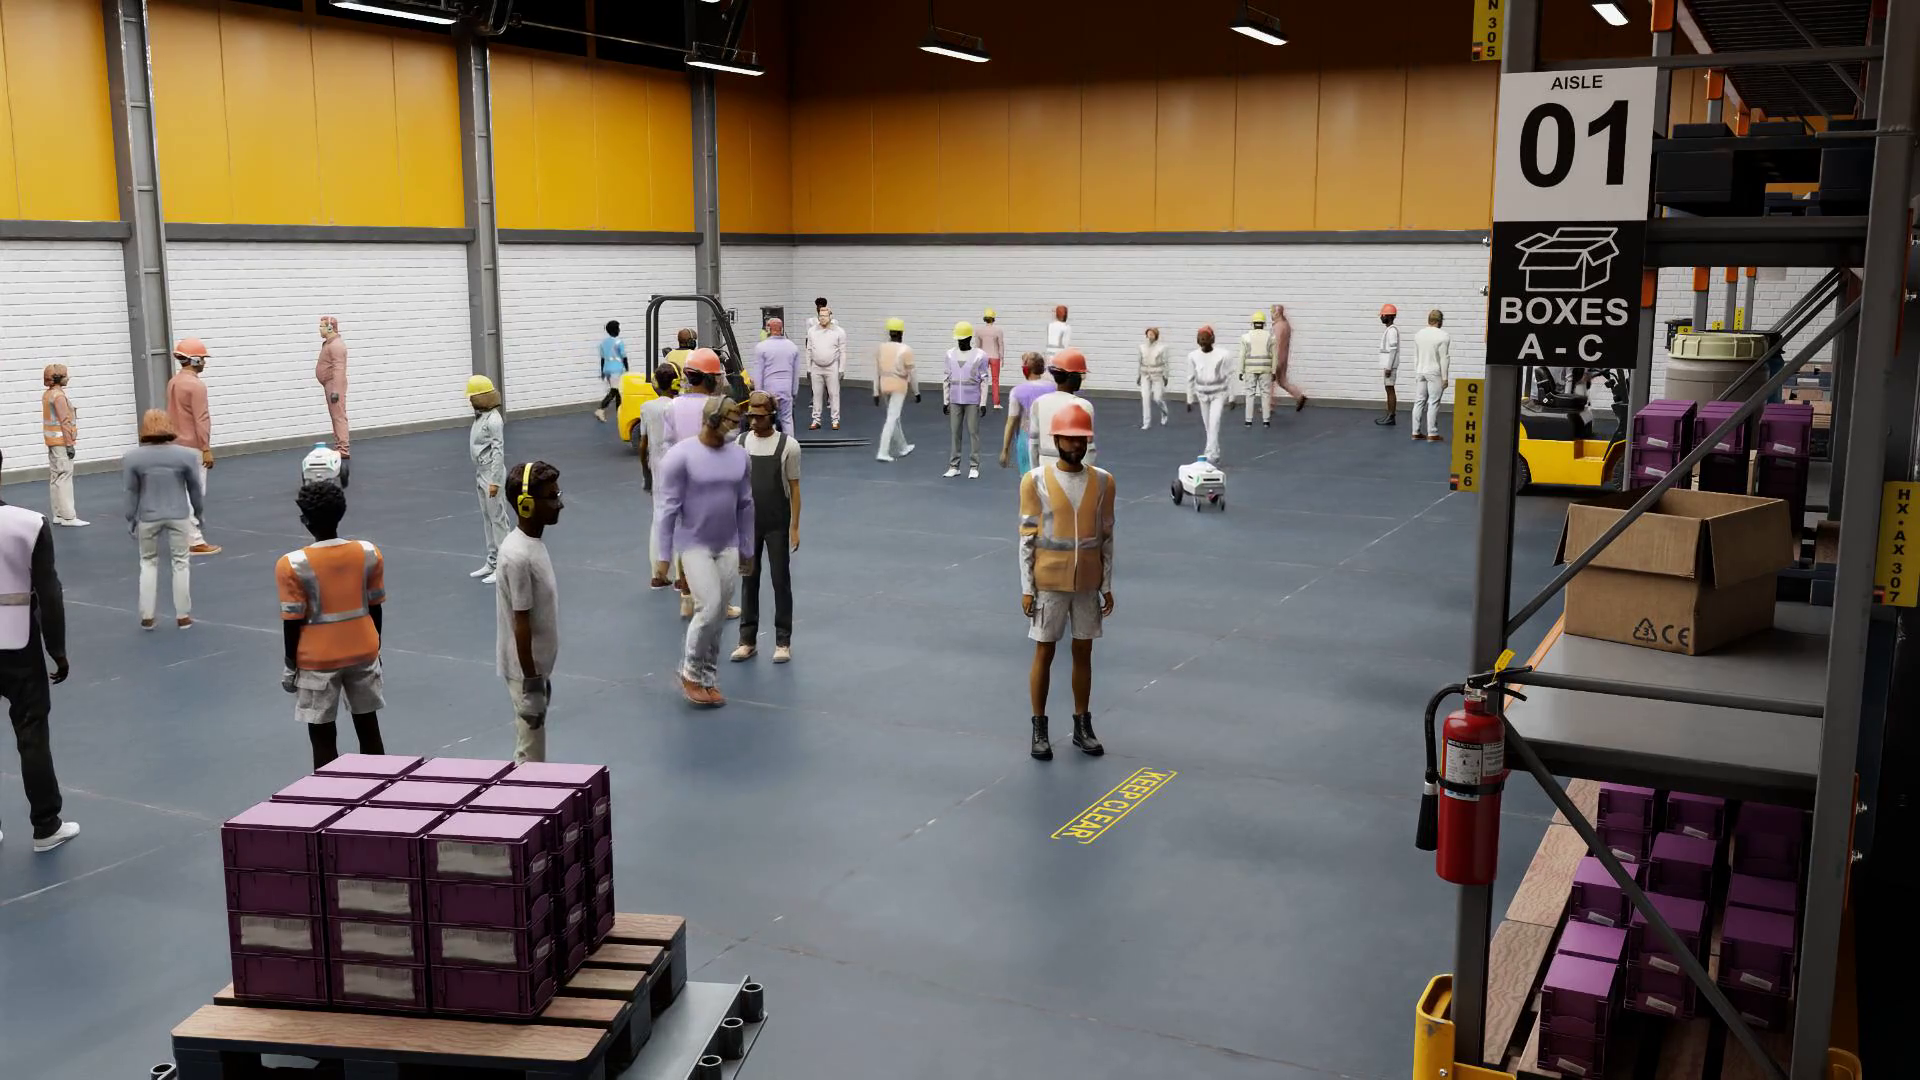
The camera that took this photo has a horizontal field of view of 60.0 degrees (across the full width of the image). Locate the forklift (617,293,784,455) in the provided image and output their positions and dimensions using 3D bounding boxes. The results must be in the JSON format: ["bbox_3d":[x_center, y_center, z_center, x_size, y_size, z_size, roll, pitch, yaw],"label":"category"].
[{"bbox_3d":[-3.588,-2.317,23.042,2.313,2.155,1.214,-1,10,-5],"label":"forklift"}]

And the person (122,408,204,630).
[{"bbox_3d":[-5.790,-0.145,12.120,0.519,1.632,0.351,-4,11,-22],"label":"person"}]

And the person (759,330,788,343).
[{"bbox_3d":[-2.897,-2.710,26.339,0.429,1.844,0.632,-8,13,-40],"label":"person"}]

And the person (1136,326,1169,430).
[{"bbox_3d":[3.032,-2.540,26.003,0.517,1.621,0.520,5,11,29],"label":"person"}]

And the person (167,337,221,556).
[{"bbox_3d":[-7.023,-0.859,15.252,0.629,1.981,0.435,10,14,44],"label":"person"}]

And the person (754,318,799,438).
[{"bbox_3d":[-2.421,-1.959,21.840,0.646,1.901,0.398,-7,12,-36],"label":"person"}]

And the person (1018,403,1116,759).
[{"bbox_3d":[0.591,0.223,9.067,0.545,1.943,0.347,-2,10,-14],"label":"person"}]

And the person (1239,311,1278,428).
[{"bbox_3d":[4.694,-2.683,26.211,0.601,1.830,0.403,1,10,5],"label":"person"}]

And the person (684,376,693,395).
[{"bbox_3d":[-2.434,-0.733,15.521,0.431,1.624,0.515,-4,11,-23],"label":"person"}]

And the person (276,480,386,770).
[{"bbox_3d":[-2.940,0.562,7.823,0.318,1.696,0.532,8,13,40],"label":"person"}]

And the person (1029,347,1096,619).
[{"bbox_3d":[0.798,-0.433,12.575,0.397,2.043,0.610,-9,13,-43],"label":"person"}]

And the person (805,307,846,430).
[{"bbox_3d":[-2.093,-2.658,25.851,0.642,1.909,0.410,1,10,9],"label":"person"}]

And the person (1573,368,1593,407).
[{"bbox_3d":[9.018,-2.370,24.425,0.630,1.819,0.805,-1,10,-4],"label":"person"}]

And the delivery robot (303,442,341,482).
[{"bbox_3d":[-7.377,-0.887,19.233,0.477,0.478,0.707,-2,10,-13],"label":"delivery robot"}]

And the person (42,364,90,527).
[{"bbox_3d":[-9.040,-0.950,16.732,0.306,1.640,0.523,-9,13,-43],"label":"person"}]

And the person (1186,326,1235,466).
[{"bbox_3d":[3.159,-1.801,21.163,0.601,1.816,0.949,6,12,32],"label":"person"}]

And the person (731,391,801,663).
[{"bbox_3d":[-1.315,-0.088,11.169,0.504,1.839,0.344,2,10,11],"label":"person"}]

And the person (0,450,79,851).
[{"bbox_3d":[-4.386,0.496,7.567,0.591,1.916,0.392,-2,10,-13],"label":"person"}]

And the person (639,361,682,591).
[{"bbox_3d":[-2.366,-0.516,13.563,0.534,1.868,0.310,5,11,25],"label":"person"}]

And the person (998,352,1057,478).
[{"bbox_3d":[0.632,-0.846,15.598,0.585,1.826,0.617,-8,13,-39],"label":"person"}]

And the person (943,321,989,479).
[{"bbox_3d":[0.057,-1.706,20.310,0.585,1.917,0.380,4,11,21],"label":"person"}]

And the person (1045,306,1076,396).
[{"bbox_3d":[1.735,-3.062,28.390,0.599,1.838,0.950,9,13,41],"label":"person"}]

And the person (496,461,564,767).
[{"bbox_3d":[-1.830,0.586,7.176,0.323,1.870,0.518,-2,10,-11],"label":"person"}]

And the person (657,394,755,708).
[{"bbox_3d":[-1.490,0.080,10.005,0.664,1.903,0.469,-9,13,-42],"label":"person"}]

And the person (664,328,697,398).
[{"bbox_3d":[-3.278,-1.638,20.138,0.628,1.843,0.429,7,12,33],"label":"person"}]

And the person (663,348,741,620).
[{"bbox_3d":[-1.907,-0.409,12.437,0.614,2.040,0.390,5,11,25],"label":"person"}]

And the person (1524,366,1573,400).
[{"bbox_3d":[7.486,-1.819,21.221,0.588,1.829,0.404,6,12,33],"label":"person"}]

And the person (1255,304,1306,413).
[{"bbox_3d":[5.497,-3.098,28.448,0.779,1.883,0.648,6,11,31],"label":"person"}]

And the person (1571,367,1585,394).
[{"bbox_3d":[8.484,-2.293,23.347,0.537,2.000,0.689,0,10,0],"label":"person"}]

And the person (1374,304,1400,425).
[{"bbox_3d":[6.828,-2.795,26.551,0.378,1.938,0.547,2,10,11],"label":"person"}]

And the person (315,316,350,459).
[{"bbox_3d":[-8.361,-2.023,22.165,0.408,1.913,0.644,-5,11,-26],"label":"person"}]

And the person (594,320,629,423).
[{"bbox_3d":[-5.668,-2.739,27.019,0.528,1.666,0.837,8,13,39],"label":"person"}]

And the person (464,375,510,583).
[{"bbox_3d":[-3.962,-0.511,13.918,0.309,1.736,0.485,-6,11,-30],"label":"person"}]

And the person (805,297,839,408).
[{"bbox_3d":[-2.448,-3.314,29.472,0.600,1.967,0.368,0,10,2],"label":"person"}]

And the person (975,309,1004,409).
[{"bbox_3d":[0.525,-3.175,29.244,0.525,1.772,0.304,3,10,16],"label":"person"}]

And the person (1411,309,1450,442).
[{"bbox_3d":[6.881,-2.397,24.289,0.379,1.930,0.626,-6,12,-32],"label":"person"}]

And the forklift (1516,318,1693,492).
[{"bbox_3d":[7.066,-1.601,18.899,2.313,2.155,1.214,5,11,27],"label":"forklift"}]

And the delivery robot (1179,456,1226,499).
[{"bbox_3d":[2.614,-0.668,17.970,0.477,0.478,0.707,-2,10,-9],"label":"delivery robot"}]

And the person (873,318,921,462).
[{"bbox_3d":[-0.847,-1.990,22.066,0.591,1.875,0.996,7,12,35],"label":"person"}]
